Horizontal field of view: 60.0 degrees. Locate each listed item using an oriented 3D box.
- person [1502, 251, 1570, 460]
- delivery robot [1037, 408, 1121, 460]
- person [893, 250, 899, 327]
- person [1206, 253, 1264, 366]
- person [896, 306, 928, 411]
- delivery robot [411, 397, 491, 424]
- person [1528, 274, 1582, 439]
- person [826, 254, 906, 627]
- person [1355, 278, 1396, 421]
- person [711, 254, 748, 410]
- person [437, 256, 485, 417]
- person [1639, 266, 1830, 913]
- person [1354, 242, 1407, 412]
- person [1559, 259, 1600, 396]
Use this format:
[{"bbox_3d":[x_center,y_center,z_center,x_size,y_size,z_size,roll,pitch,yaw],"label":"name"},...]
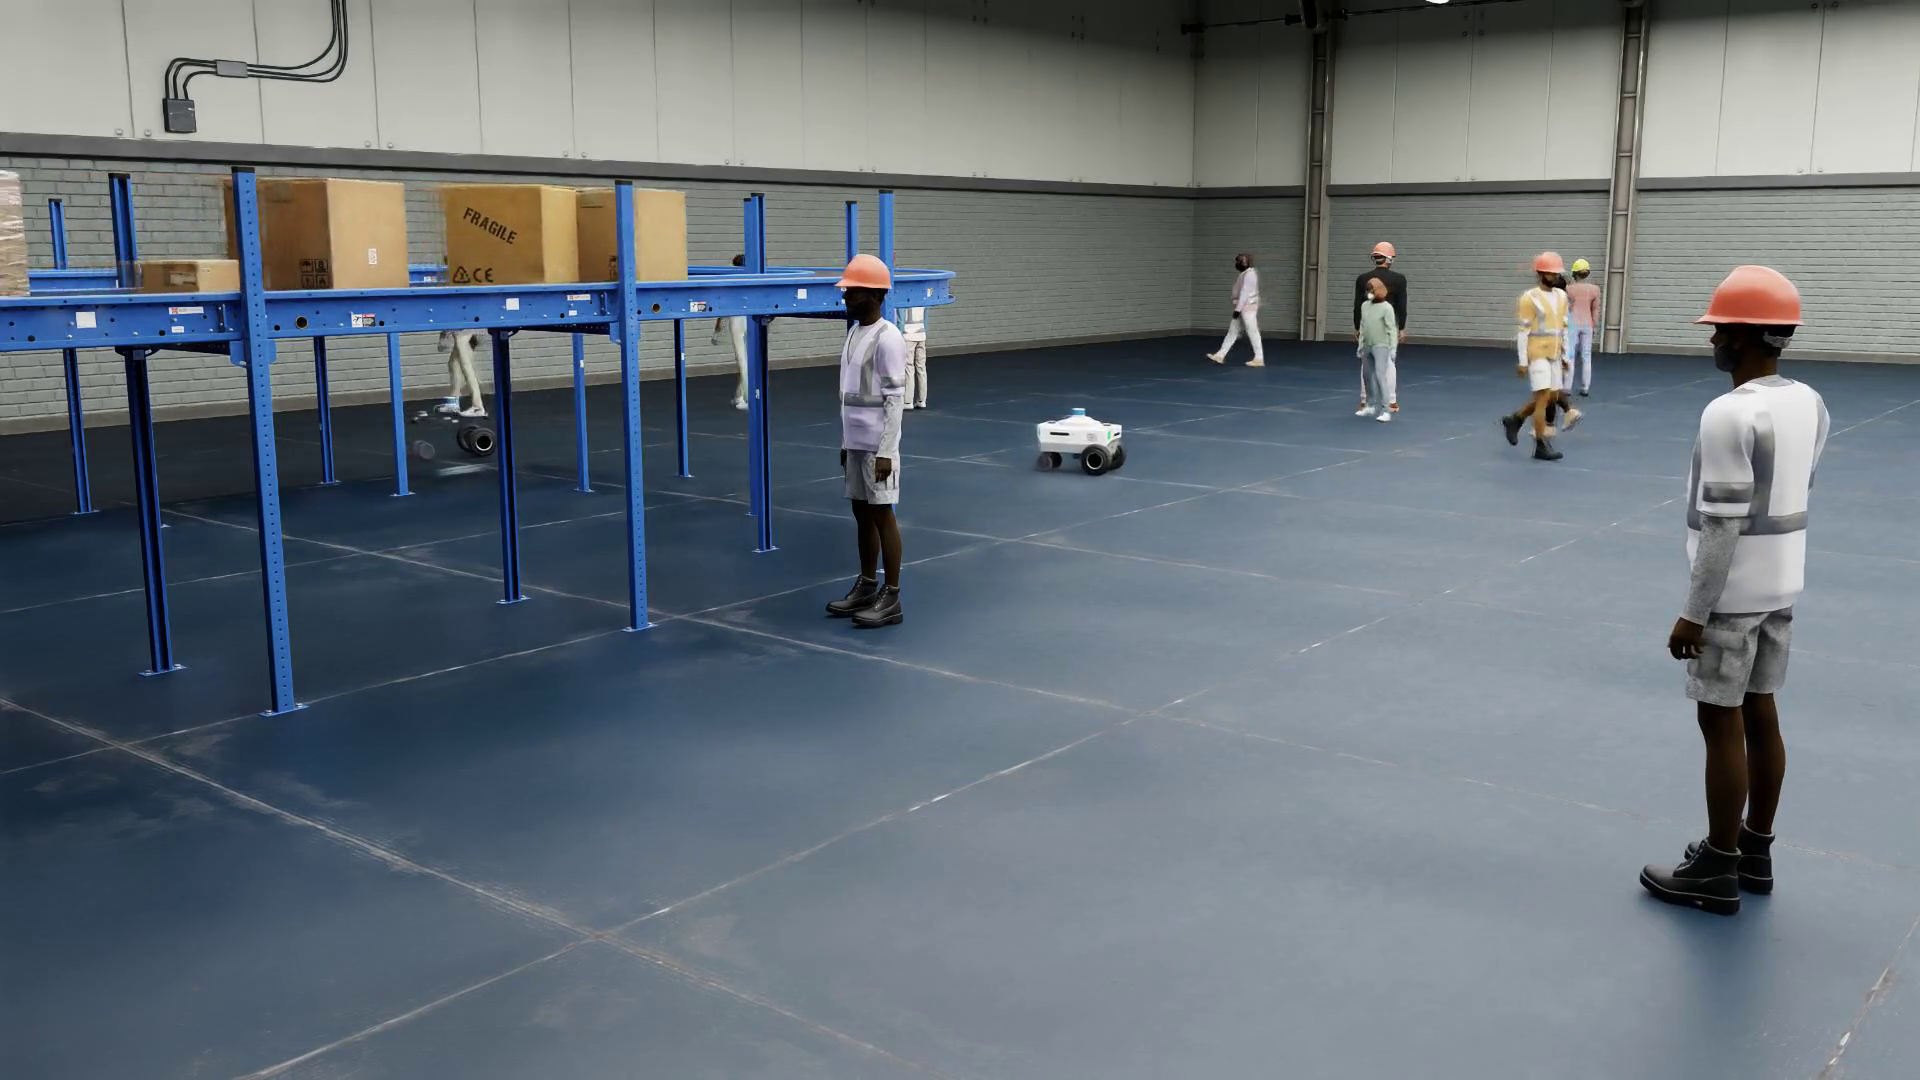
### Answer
[{"bbox_3d":[5.413,-1.739,15.588,0.556,1.916,0.723,-6,12,-31],"label":"person"},{"bbox_3d":[1.047,-0.918,14.660,0.707,0.478,0.477,5,11,23],"label":"delivery robot"},{"bbox_3d":[-0.989,-3.003,22.610,0.409,1.907,0.651,6,12,32],"label":"person"},{"bbox_3d":[4.483,-3.701,26.784,0.944,1.795,0.626,0,10,-2],"label":"person"},{"bbox_3d":[-0.574,-2.370,19.840,0.306,1.640,0.522,9,13,40],"label":"person"},{"bbox_3d":[-4.804,-1.232,15.680,0.698,0.223,0.335,-6,12,-30],"label":"delivery robot"},{"bbox_3d":[6.064,-1.874,16.937,0.415,1.683,0.552,6,12,28],"label":"person"},{"bbox_3d":[-0.491,-0.526,8.786,0.352,1.942,0.545,-6,12,-29],"label":"person"},{"bbox_3d":[4.750,-2.168,18.882,0.468,1.594,0.683,-5,11,-26],"label":"person"},{"bbox_3d":[-2.708,-2.497,19.982,0.552,1.836,0.765,-10,14,-44],"label":"person"},{"bbox_3d":[-5.849,-2.346,19.136,0.774,1.842,0.544,1,10,7],"label":"person"},{"bbox_3d":[2.348,0.150,5.053,0.543,1.939,0.360,-8,13,-37],"label":"person"},{"bbox_3d":[4.967,-2.517,19.680,0.612,1.991,0.392,4,11,22],"label":"person"},{"bbox_3d":[8.029,-2.757,21.627,0.525,1.772,0.309,-1,10,-5],"label":"person"}]
